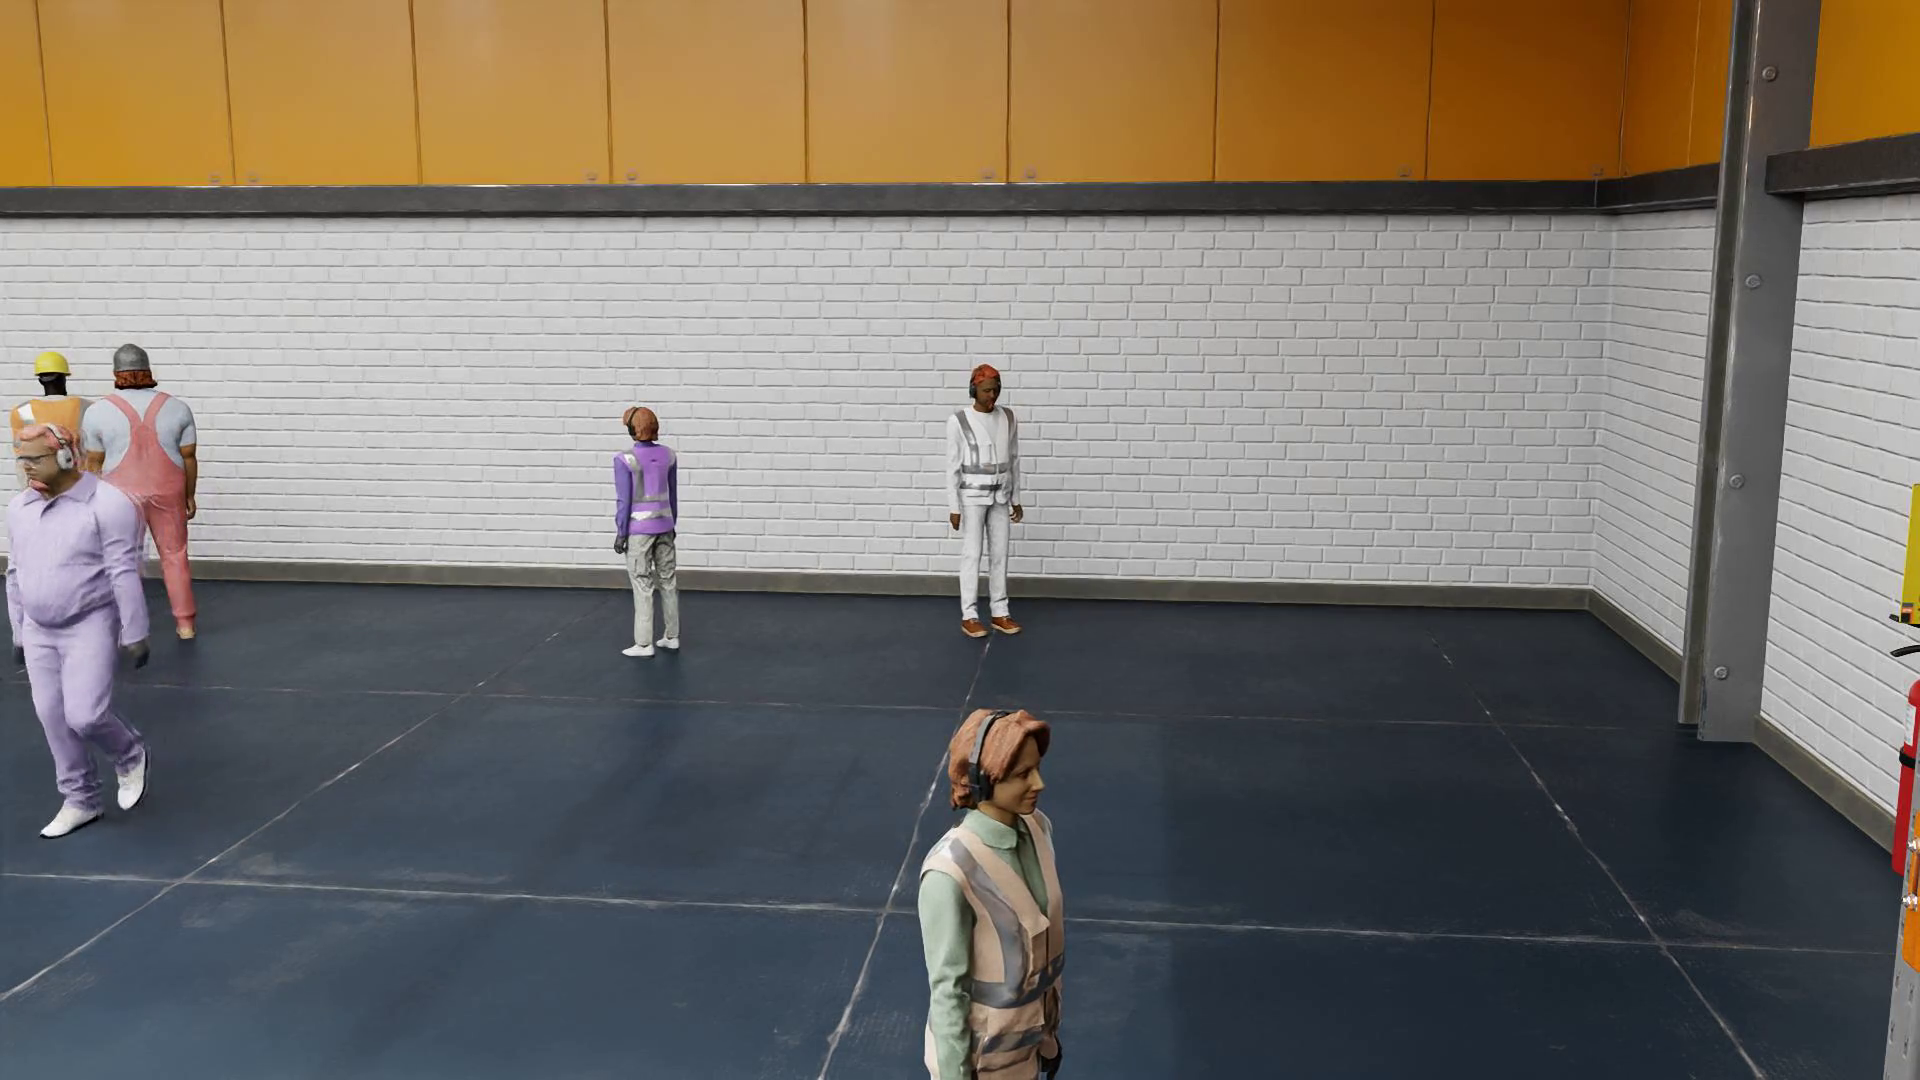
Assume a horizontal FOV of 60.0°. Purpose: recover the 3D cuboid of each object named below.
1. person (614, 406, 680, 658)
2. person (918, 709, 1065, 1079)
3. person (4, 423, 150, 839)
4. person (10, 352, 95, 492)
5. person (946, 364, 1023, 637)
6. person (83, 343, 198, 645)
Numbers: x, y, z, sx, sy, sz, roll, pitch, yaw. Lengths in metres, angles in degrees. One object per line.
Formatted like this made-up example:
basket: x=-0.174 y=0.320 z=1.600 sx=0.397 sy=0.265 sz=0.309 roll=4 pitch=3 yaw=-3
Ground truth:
person: x=-2.040 y=-0.050 z=10.847 sx=0.314 sy=1.639 sz=0.517 roll=8 pitch=13 yaw=37
person: x=0.075 y=1.182 z=3.793 sx=0.307 sy=1.641 sz=0.512 roll=5 pitch=11 yaw=26
person: x=-4.008 y=0.404 z=7.515 sx=0.669 sy=1.879 sz=0.475 roll=2 pitch=10 yaw=12
person: x=-6.470 y=-0.391 z=11.995 sx=0.586 sy=1.921 sz=0.383 roll=-6 pitch=12 yaw=-31
person: x=0.169 y=-0.268 z=11.423 sx=0.587 sy=1.878 sz=0.370 roll=-6 pitch=12 yaw=-33
person: x=-5.529 y=-0.323 z=11.264 sx=0.683 sy=2.000 sz=0.535 roll=-7 pitch=12 yaw=-33
